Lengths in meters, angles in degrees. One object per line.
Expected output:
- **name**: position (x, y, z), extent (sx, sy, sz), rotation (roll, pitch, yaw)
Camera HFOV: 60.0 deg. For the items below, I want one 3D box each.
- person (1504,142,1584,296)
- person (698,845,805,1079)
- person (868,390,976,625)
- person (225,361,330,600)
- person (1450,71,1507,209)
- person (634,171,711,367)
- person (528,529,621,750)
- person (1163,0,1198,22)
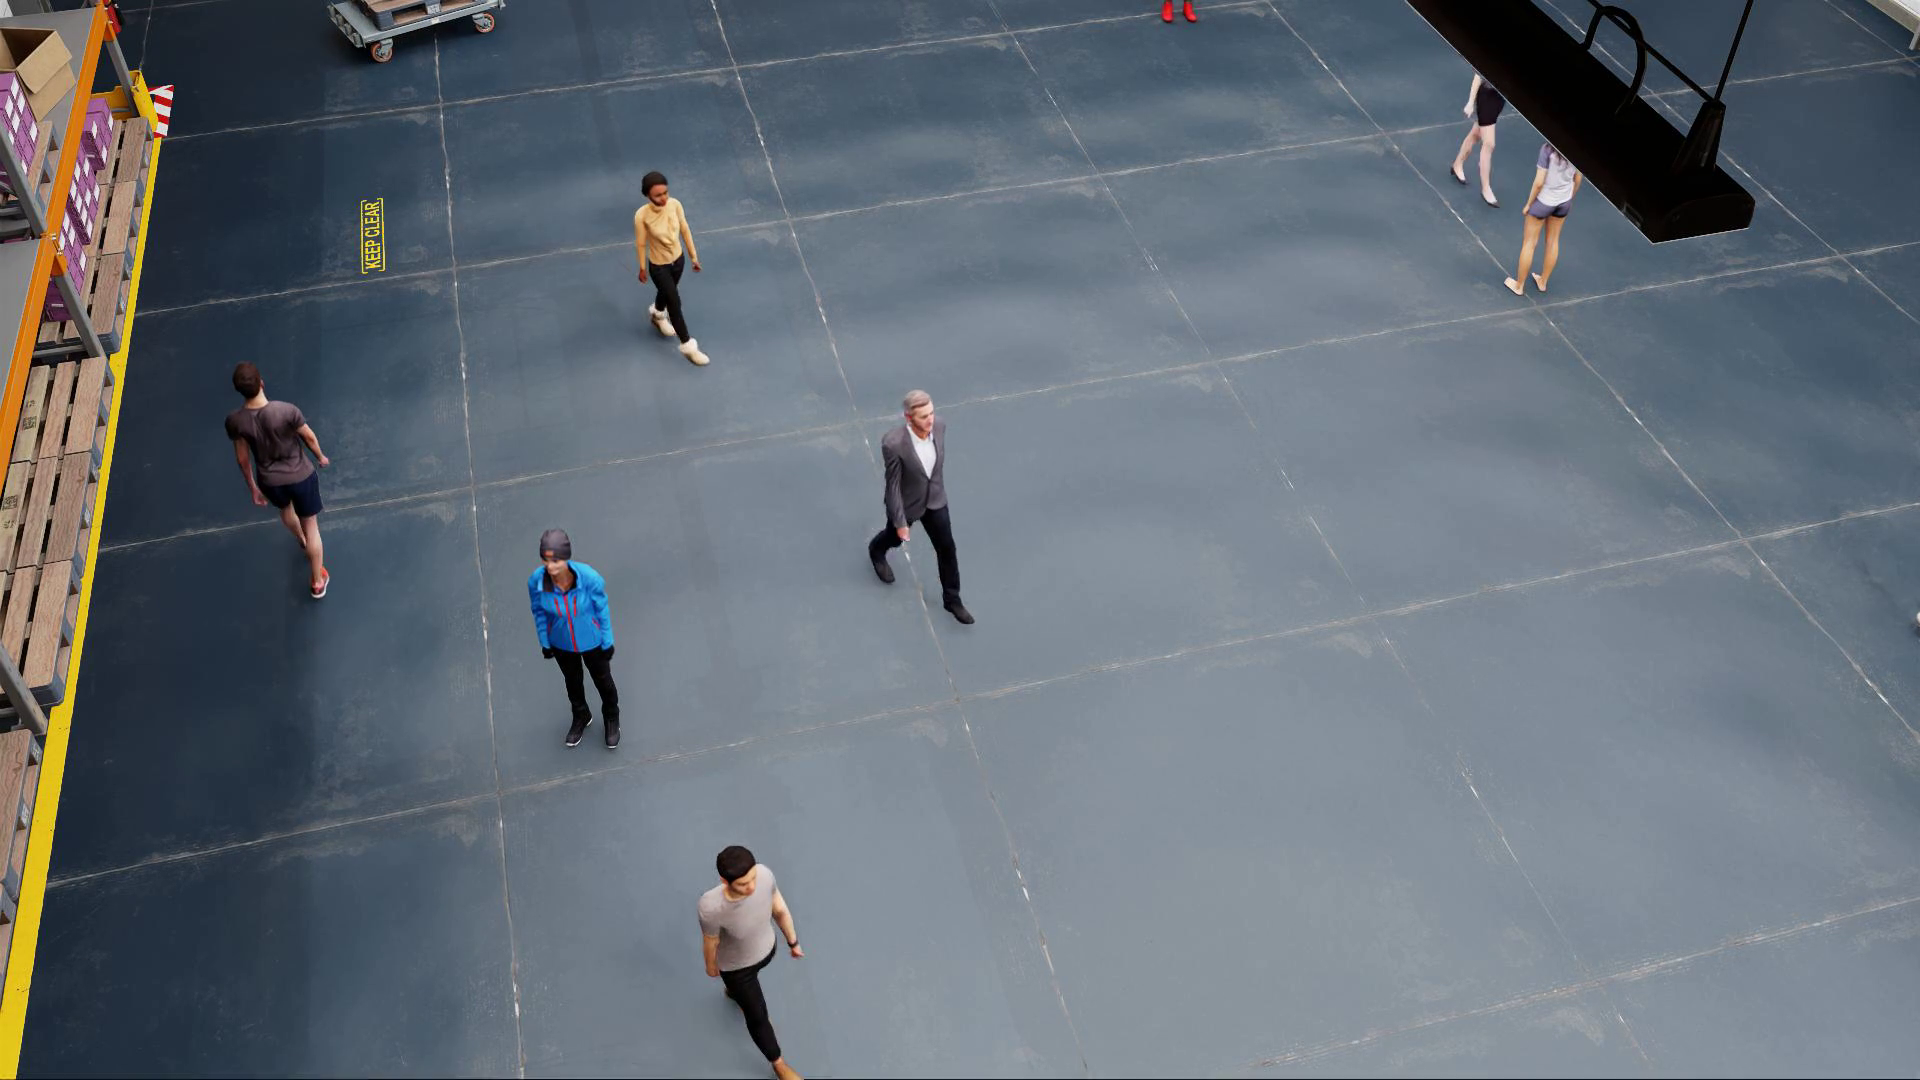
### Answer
- **person**: position (4.927, -2.822, 13.873), extent (0.593, 1.734, 0.518), rotation (-8, 44, -8)
- **person**: position (-1.170, 2.093, 8.749), extent (0.953, 1.686, 1.180), rotation (-32, 52, -29)
- **person**: position (-0.356, -0.285, 11.166), extent (1.017, 1.796, 1.320), rotation (-28, 50, -26)
- **person**: position (-4.544, -0.354, 11.219), extent (0.670, 1.823, 0.995), rotation (-8, 44, -8)
- **person**: position (4.736, -3.998, 15.057), extent (0.780, 1.804, 1.041), rotation (-24, 49, -23)
- **person**: position (-2.400, -2.247, 13.352), extent (0.943, 1.620, 1.178), rotation (-32, 52, -29)
- **person**: position (-2.345, 0.612, 10.228), extent (0.678, 1.792, 0.632), rotation (2, 44, 2)
- **person**: position (2.380, -6.385, 17.563), extent (0.673, 1.803, 0.598), rotation (-3, 44, -3)
